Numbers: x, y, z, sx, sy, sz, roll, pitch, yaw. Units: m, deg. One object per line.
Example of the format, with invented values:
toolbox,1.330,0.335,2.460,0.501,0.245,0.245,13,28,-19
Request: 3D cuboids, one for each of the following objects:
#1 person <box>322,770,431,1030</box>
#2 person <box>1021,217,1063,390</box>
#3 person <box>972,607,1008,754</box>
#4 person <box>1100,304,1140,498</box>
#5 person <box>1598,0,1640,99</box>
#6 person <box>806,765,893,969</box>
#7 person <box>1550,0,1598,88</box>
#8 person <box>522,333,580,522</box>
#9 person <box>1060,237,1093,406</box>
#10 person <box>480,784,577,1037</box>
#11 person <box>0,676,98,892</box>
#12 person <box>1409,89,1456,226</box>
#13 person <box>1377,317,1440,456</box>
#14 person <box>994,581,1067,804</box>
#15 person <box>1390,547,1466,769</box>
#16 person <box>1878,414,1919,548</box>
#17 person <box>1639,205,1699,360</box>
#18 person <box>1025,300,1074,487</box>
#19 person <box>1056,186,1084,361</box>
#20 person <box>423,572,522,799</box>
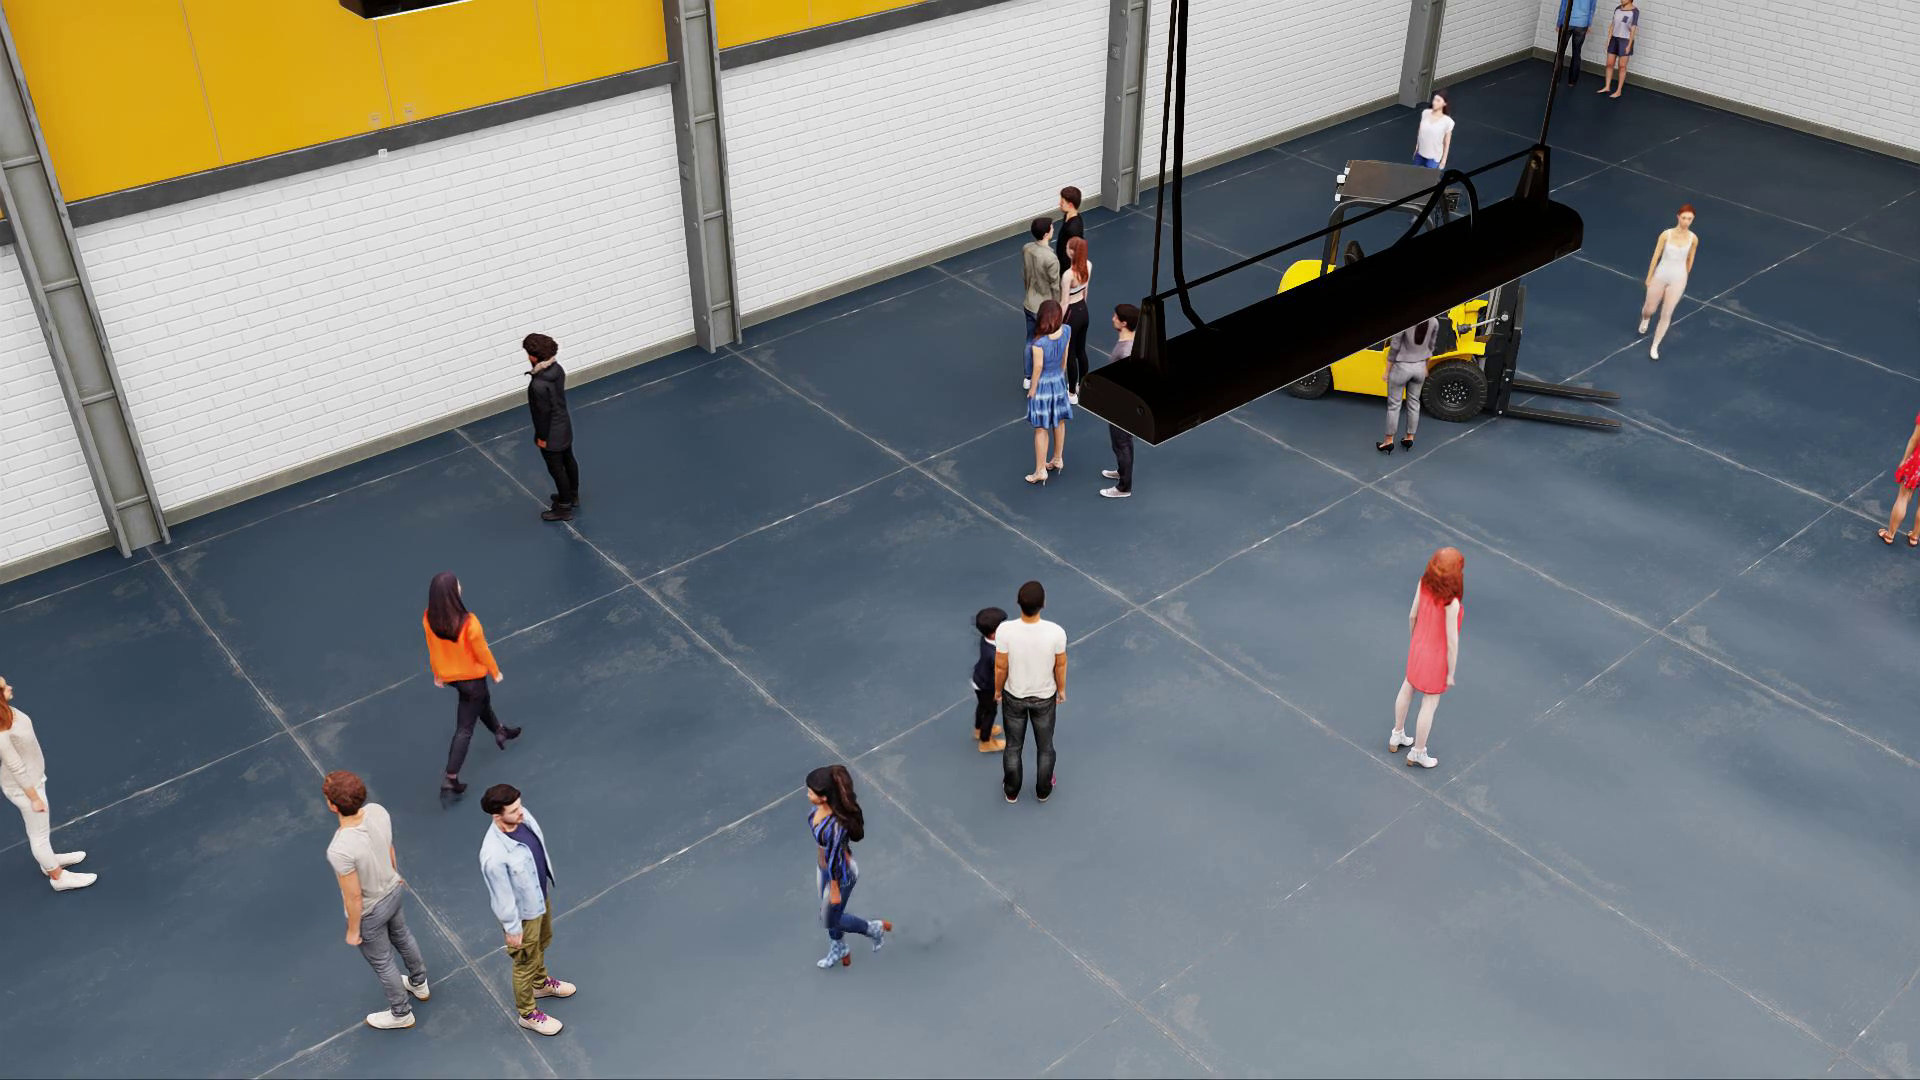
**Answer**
person,-3.438,2.109,9.749,0.807,1.896,0.703,8,34,11
person,0.791,-2.308,16.423,0.590,1.865,0.716,-22,39,-29
person,0.197,1.001,12.026,0.584,1.221,0.568,-8,35,-12
person,1.459,-1.255,14.850,0.798,1.851,0.711,5,34,8
person,9.595,-7.243,24.119,0.541,1.564,0.593,-21,39,-29
person,-0.686,2.010,10.154,0.832,1.613,0.766,-10,35,-15
person,9.019,-7.591,24.412,0.743,1.820,0.763,9,35,13
person,-3.552,-0.994,14.524,0.787,1.778,0.716,5,34,8
person,1.130,-2.162,16.316,0.677,1.740,0.503,26,42,34
person,-2.570,2.136,9.785,0.814,1.811,0.748,3,34,5
person,-6.052,1.558,10.744,0.596,1.713,0.639,-18,38,-25
person,5.721,-4.625,20.080,0.739,1.675,0.617,-24,41,-32
person,4.162,-1.567,15.476,0.666,1.678,0.776,-8,34,-12
person,0.471,1.049,11.428,0.697,1.803,0.772,1,34,1
person,3.310,0.825,11.743,0.595,1.828,0.648,-14,36,-20
person,8.243,-0.654,14.180,0.666,1.593,0.709,7,34,10
person,7.337,-2.722,17.255,0.816,1.633,0.924,8,35,12
person,0.790,-1.340,15.020,0.754,1.806,0.545,26,42,34
person,1.133,-2.744,17.082,0.783,1.861,0.768,-3,34,-4
person,-3.490,1.029,11.549,0.871,1.702,1.190,17,37,23
